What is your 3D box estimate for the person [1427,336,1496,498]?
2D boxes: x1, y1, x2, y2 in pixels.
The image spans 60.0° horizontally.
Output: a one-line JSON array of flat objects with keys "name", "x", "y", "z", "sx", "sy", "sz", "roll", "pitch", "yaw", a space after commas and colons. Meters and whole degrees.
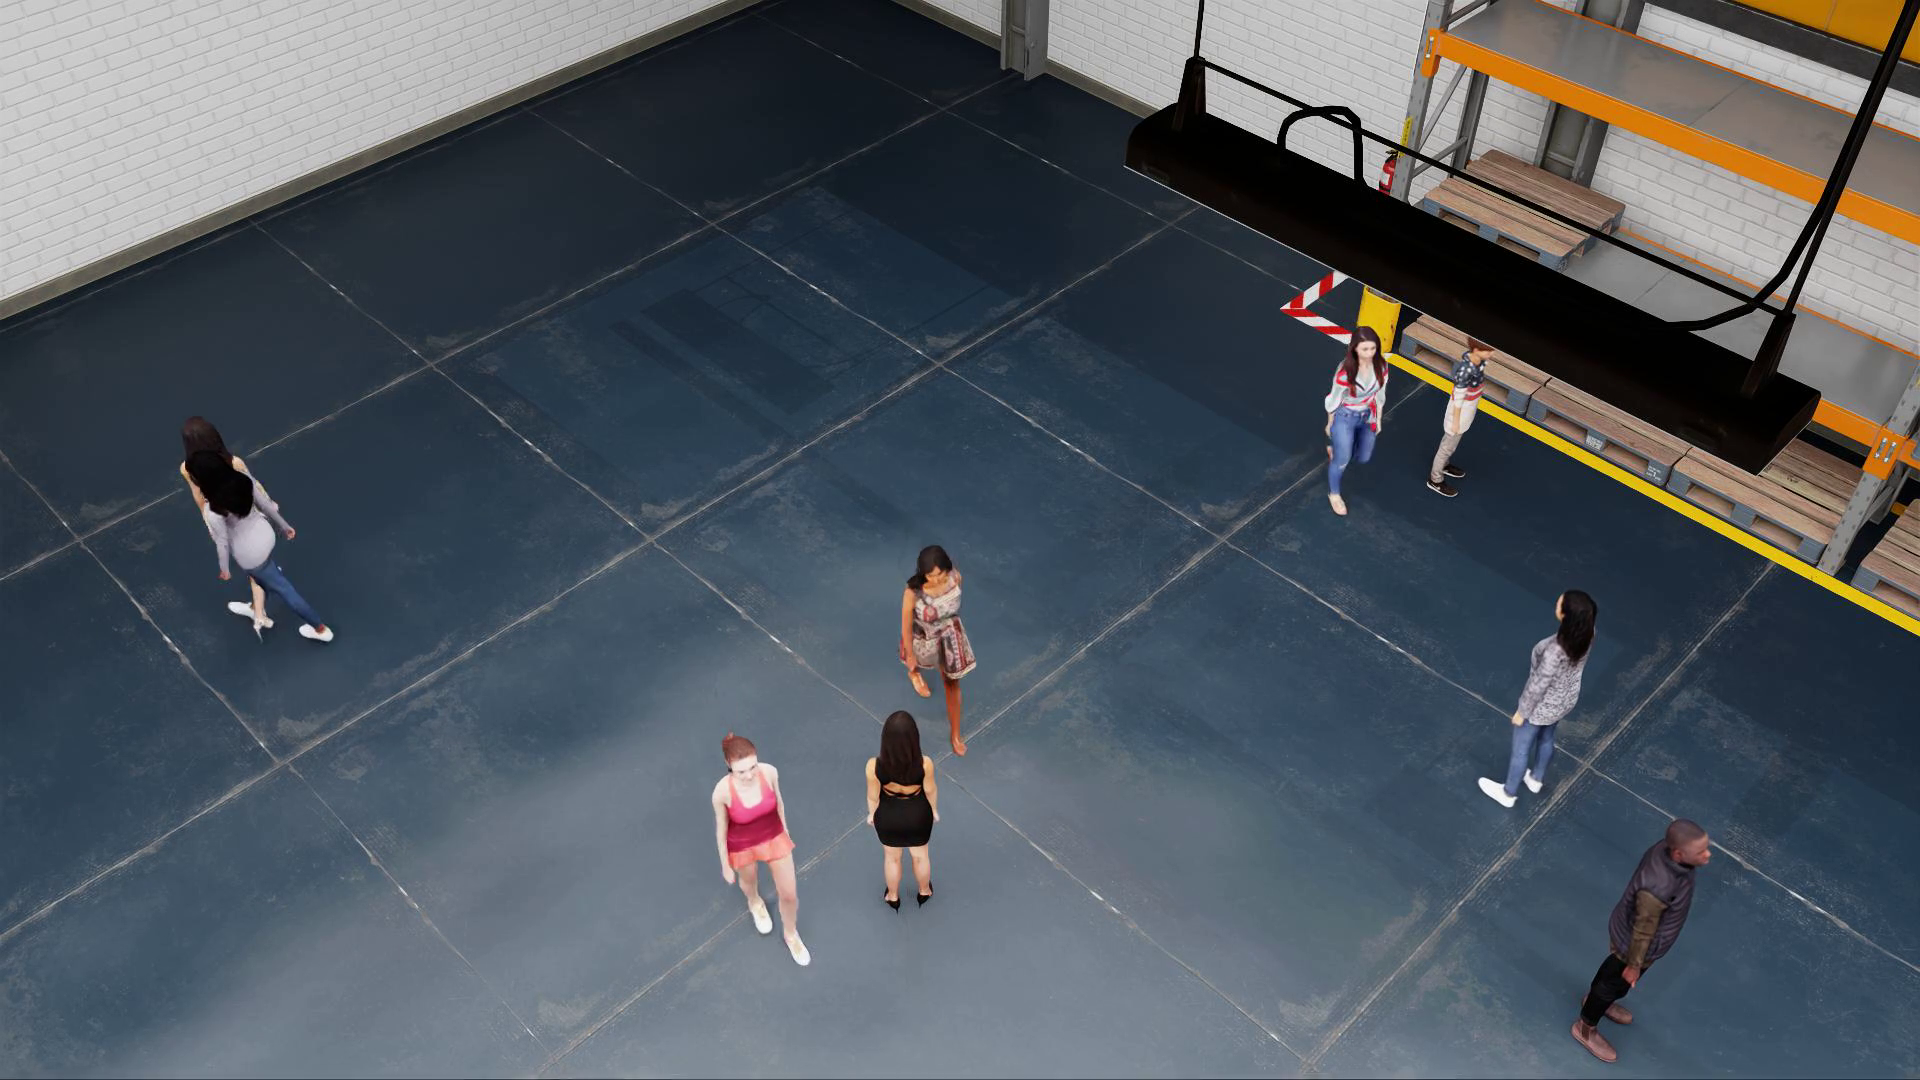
[{"name": "person", "x": 3.713, "y": -0.989, "z": 12.318, "sx": 0.555, "sy": 1.445, "sz": 0.567, "roll": 19, "pitch": 47, "yaw": 19}]

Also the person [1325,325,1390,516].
[{"name": "person", "x": 2.841, "y": -0.931, "z": 12.143, "sx": 0.785, "sy": 1.601, "sz": 0.881, "roll": -10, "pitch": 45, "yaw": -11}]

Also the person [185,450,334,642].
[{"name": "person", "x": -4.562, "y": 0.093, "z": 10.999, "sx": 1.162, "sy": 1.697, "sz": 1.029, "roll": 10, "pitch": 44, "yaw": 10}]

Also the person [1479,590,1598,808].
[{"name": "person", "x": 3.560, "y": 0.966, "z": 10.058, "sx": 0.646, "sy": 1.731, "sz": 0.578, "roll": -27, "pitch": 50, "yaw": -26}]

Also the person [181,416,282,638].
[{"name": "person", "x": -4.850, "y": -0.076, "z": 11.172, "sx": 0.929, "sy": 1.703, "sz": 0.994, "roll": -1, "pitch": 44, "yaw": -1}]

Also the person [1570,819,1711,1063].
[{"name": "person", "x": 3.606, "y": 2.084, "z": 8.808, "sx": 0.634, "sy": 1.836, "sz": 0.731, "roll": 25, "pitch": 49, "yaw": 24}]

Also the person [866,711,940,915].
[{"name": "person", "x": -0.322, "y": 1.583, "z": 9.474, "sx": 0.625, "sy": 1.643, "sz": 0.674, "roll": -2, "pitch": 44, "yaw": -2}]

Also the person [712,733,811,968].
[{"name": "person", "x": -1.176, "y": 1.636, "z": 9.353, "sx": 0.755, "sy": 1.733, "sz": 0.907, "roll": -17, "pitch": 46, "yaw": -17}]

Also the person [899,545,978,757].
[{"name": "person", "x": -0.198, "y": 0.536, "z": 10.601, "sx": 0.921, "sy": 1.605, "sz": 1.194, "roll": -17, "pitch": 46, "yaw": -17}]
